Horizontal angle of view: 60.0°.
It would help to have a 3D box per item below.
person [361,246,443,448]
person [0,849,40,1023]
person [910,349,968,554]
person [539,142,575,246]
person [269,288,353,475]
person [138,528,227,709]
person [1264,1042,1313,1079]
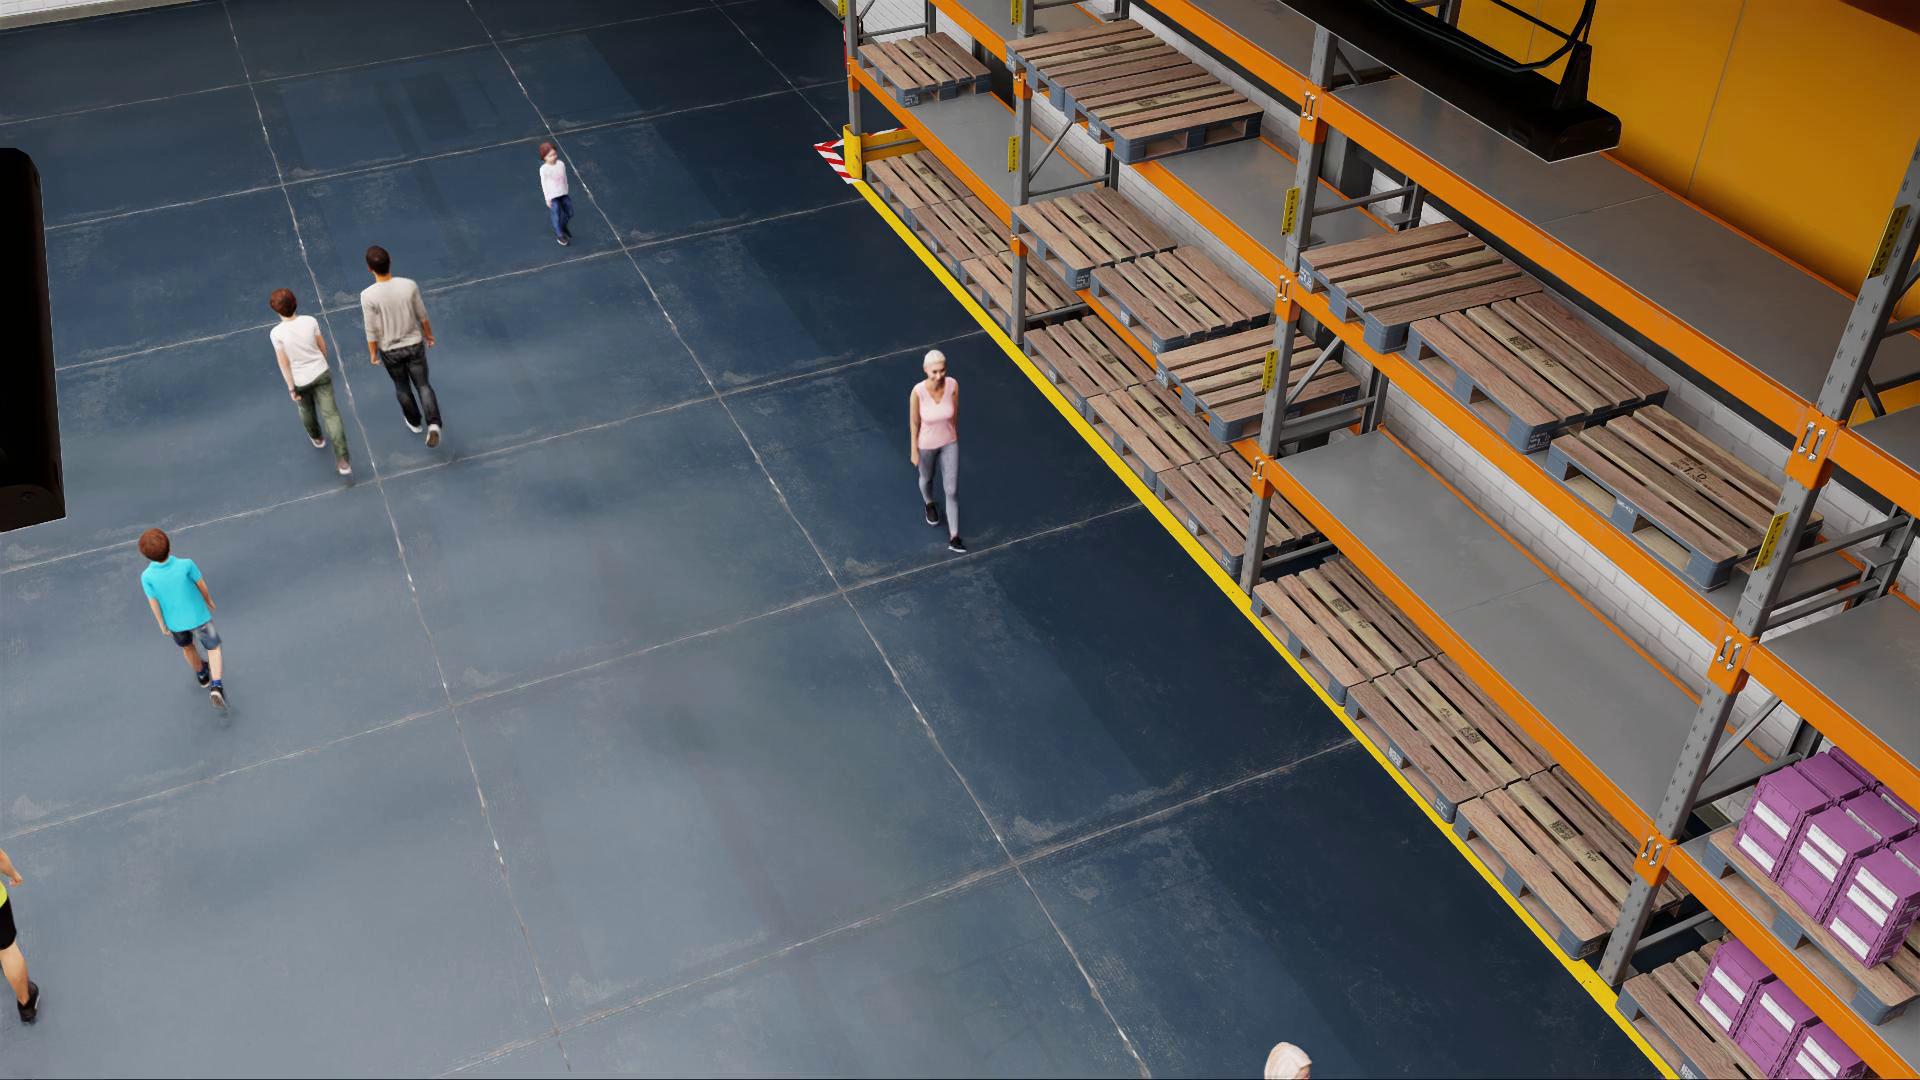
[{"bbox_3d":[-4.629,-1.579,13.906,0.734,1.788,0.969,-20,43,-24],"label":"person"},{"bbox_3d":[-5.582,2.098,9.393,0.712,1.672,1.023,-20,43,-23],"label":"person"},{"bbox_3d":[-0.210,-0.786,12.990,0.732,1.691,1.121,-8,39,-10],"label":"person"},{"bbox_3d":[-4.130,-3.539,16.908,0.495,1.103,0.537,-28,46,-30],"label":"person"},{"bbox_3d":[-5.303,-1.278,13.665,0.639,1.617,1.155,-22,43,-25],"label":"person"},{"bbox_3d":[-5.358,0.554,11.518,0.563,1.434,0.862,-13,40,-16],"label":"person"},{"bbox_3d":[1.509,3.024,8.174,0.673,1.747,0.663,23,44,26],"label":"person"}]
